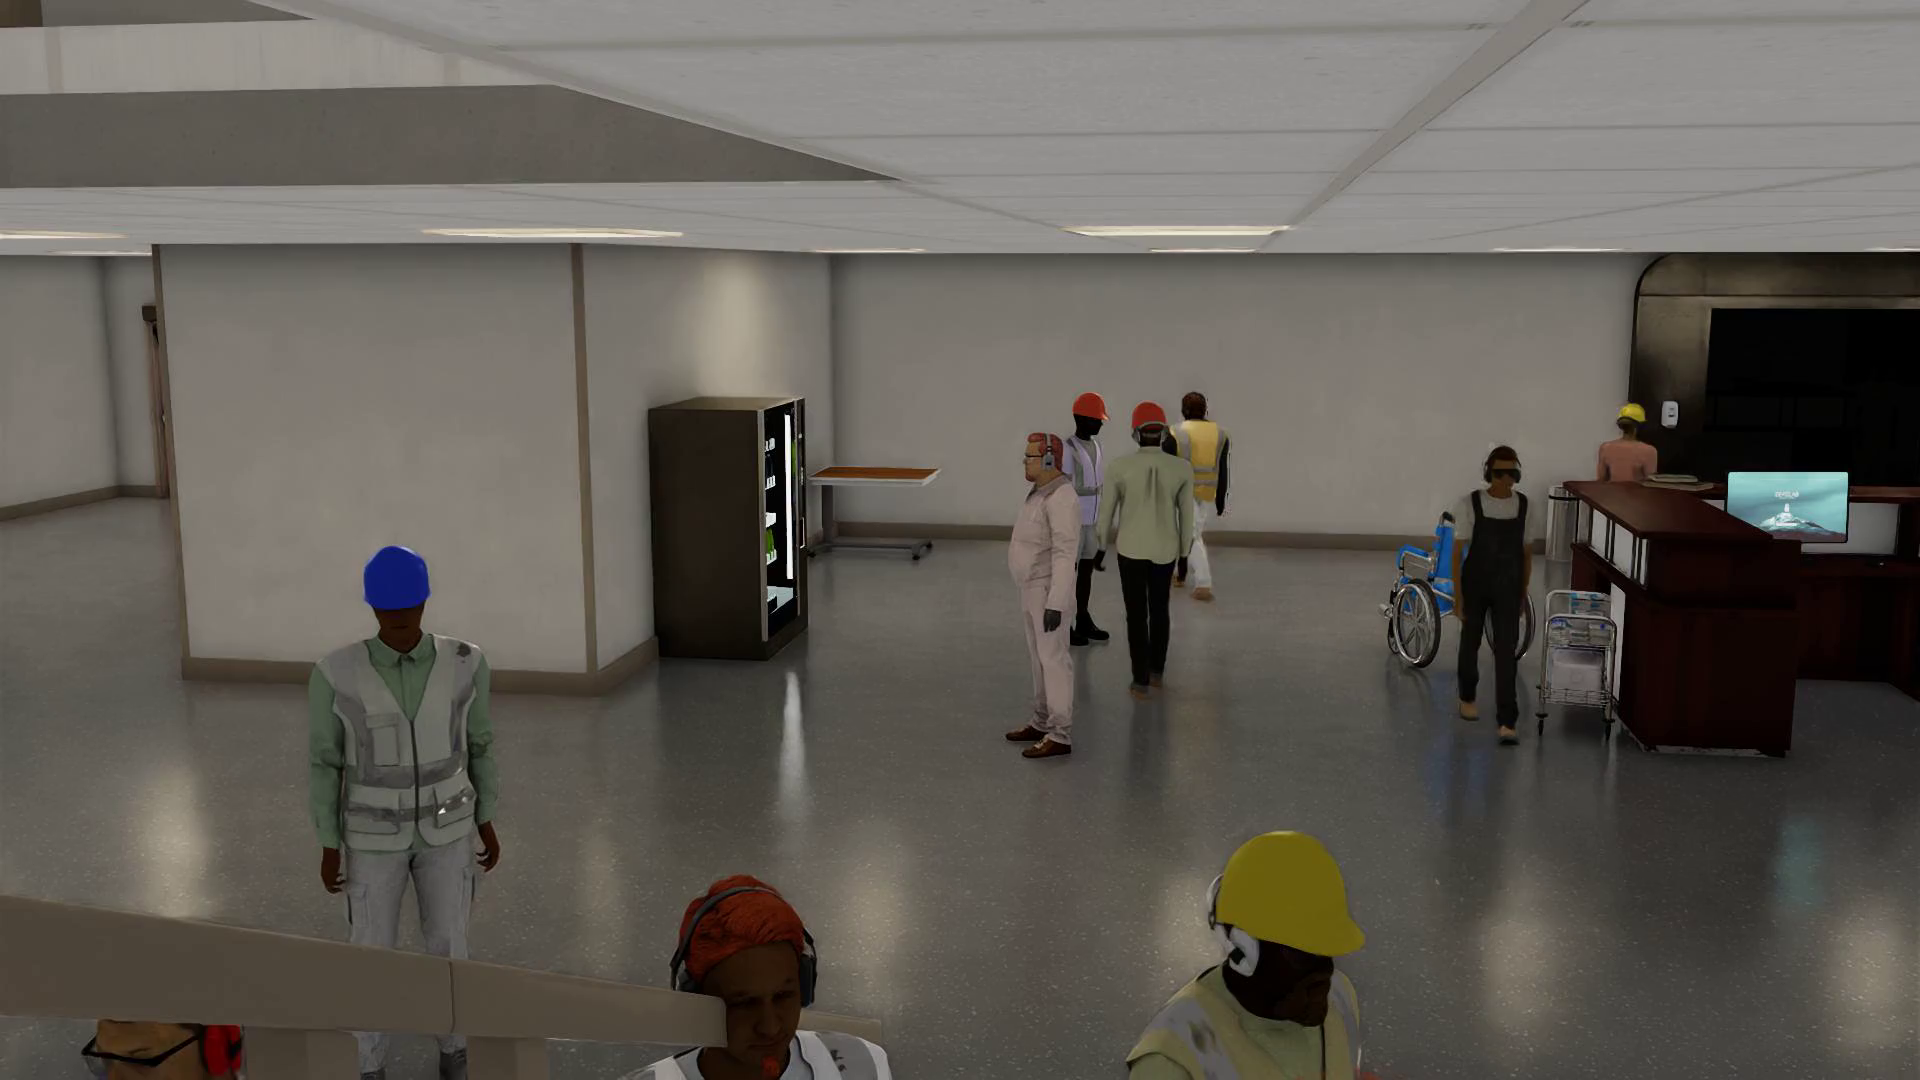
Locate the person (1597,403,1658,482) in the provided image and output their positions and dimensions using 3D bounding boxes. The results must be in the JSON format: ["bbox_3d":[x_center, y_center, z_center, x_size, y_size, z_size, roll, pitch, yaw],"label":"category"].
[{"bbox_3d":[5.523,-0.270,13.911,0.648,1.753,0.531,-7,12,-38],"label":"person"}]

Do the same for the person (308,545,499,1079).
[{"bbox_3d":[-1.862,0.973,5.626,0.610,1.946,0.405,-5,10,-28],"label":"person"}]

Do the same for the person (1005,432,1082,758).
[{"bbox_3d":[0.485,0.318,9.798,0.409,1.909,0.639,-2,9,-11],"label":"person"}]

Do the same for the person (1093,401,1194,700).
[{"bbox_3d":[1.223,0.055,11.202,0.639,1.983,0.638,-1,9,-7],"label":"person"}]

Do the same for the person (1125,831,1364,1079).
[{"bbox_3d":[0.568,1.431,3.209,0.590,1.823,0.405,-8,12,-42],"label":"person"}]

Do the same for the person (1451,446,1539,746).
[{"bbox_3d":[3.262,0.315,10.193,0.513,1.796,1.014,1,9,8],"label":"person"}]

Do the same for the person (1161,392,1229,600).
[{"bbox_3d":[2.015,-0.395,14.589,0.627,1.796,0.967,-4,10,-25],"label":"person"}]

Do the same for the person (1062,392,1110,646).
[{"bbox_3d":[0.945,-0.161,12.690,0.390,1.929,0.545,8,12,39],"label":"person"}]

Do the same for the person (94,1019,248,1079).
[{"bbox_3d":[-1.198,1.494,2.889,0.591,1.810,0.767,3,10,19],"label":"person"}]

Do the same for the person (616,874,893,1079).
[{"bbox_3d":[-0.346,1.472,2.754,0.573,1.883,0.356,-6,11,-32],"label":"person"}]
